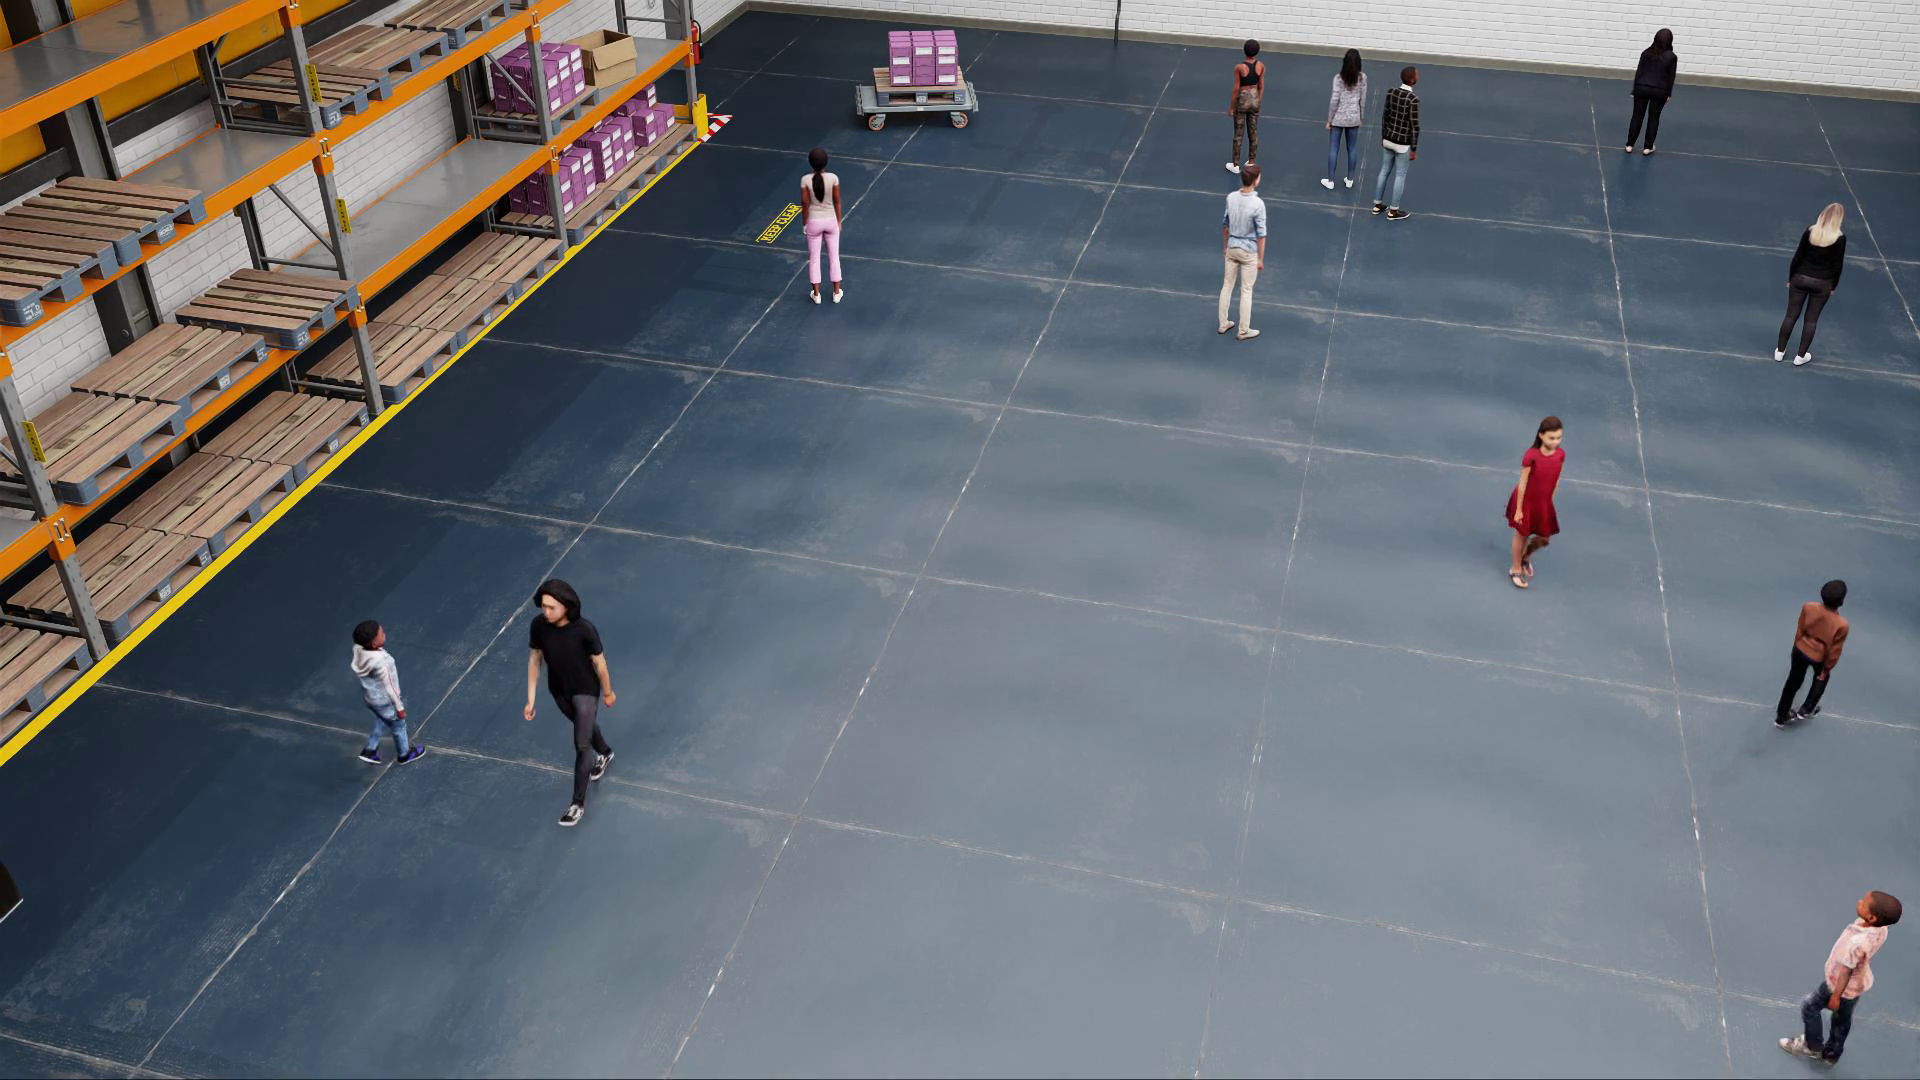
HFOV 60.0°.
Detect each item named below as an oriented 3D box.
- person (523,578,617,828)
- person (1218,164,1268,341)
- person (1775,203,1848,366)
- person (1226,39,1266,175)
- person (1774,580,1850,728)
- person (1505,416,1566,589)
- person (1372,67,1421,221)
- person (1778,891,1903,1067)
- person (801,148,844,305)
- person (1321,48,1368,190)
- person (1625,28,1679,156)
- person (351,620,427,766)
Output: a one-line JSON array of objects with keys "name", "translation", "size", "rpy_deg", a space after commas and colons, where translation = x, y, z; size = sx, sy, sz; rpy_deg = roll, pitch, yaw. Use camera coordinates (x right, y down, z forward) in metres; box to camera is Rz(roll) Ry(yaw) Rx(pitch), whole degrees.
[{"name": "person", "translation": [-2.560, 0.946, 11.240], "size": [0.702, 1.802, 1.100], "rpy_deg": [12, 35, 17]}, {"name": "person", "translation": [2.901, -2.968, 17.089], "size": [0.732, 1.847, 0.718], "rpy_deg": [28, 43, 35]}, {"name": "person", "translation": [8.507, -2.562, 16.623], "size": [0.689, 1.686, 0.666], "rpy_deg": [23, 40, 31]}, {"name": "person", "translation": [3.620, -5.488, 21.012], "size": [0.658, 1.700, 0.672], "rpy_deg": [-7, 34, -10]}, {"name": "person", "translation": [6.068, 0.837, 11.911], "size": [0.746, 1.241, 0.677], "rpy_deg": [-25, 41, -33]}, {"name": "person", "translation": [4.602, -0.346, 13.419], "size": [0.670, 1.541, 0.751], "rpy_deg": [-6, 34, -8]}, {"name": "person", "translation": [5.196, -4.724, 19.753], "size": [0.770, 1.821, 0.746], "rpy_deg": [-23, 40, -31]}, {"name": "person", "translation": [5.042, 2.508, 9.344], "size": [0.606, 1.300, 0.682], "rpy_deg": [-23, 40, -30]}, {"name": "person", "translation": [-1.474, -3.364, 17.780], "size": [0.641, 1.741, 0.641], "rpy_deg": [-5, 34, -7]}, {"name": "person", "translation": [4.761, -5.210, 20.565], "size": [0.675, 1.732, 0.647], "rpy_deg": [-4, 34, -5]}, {"name": "person", "translation": [8.976, -5.823, 21.593], "size": [0.711, 1.616, 0.689], "rpy_deg": [16, 37, 22]}, {"name": "person", "translation": [-4.048, 1.090, 11.521], "size": [0.646, 1.251, 0.756], "rpy_deg": [26, 41, 33]}]
